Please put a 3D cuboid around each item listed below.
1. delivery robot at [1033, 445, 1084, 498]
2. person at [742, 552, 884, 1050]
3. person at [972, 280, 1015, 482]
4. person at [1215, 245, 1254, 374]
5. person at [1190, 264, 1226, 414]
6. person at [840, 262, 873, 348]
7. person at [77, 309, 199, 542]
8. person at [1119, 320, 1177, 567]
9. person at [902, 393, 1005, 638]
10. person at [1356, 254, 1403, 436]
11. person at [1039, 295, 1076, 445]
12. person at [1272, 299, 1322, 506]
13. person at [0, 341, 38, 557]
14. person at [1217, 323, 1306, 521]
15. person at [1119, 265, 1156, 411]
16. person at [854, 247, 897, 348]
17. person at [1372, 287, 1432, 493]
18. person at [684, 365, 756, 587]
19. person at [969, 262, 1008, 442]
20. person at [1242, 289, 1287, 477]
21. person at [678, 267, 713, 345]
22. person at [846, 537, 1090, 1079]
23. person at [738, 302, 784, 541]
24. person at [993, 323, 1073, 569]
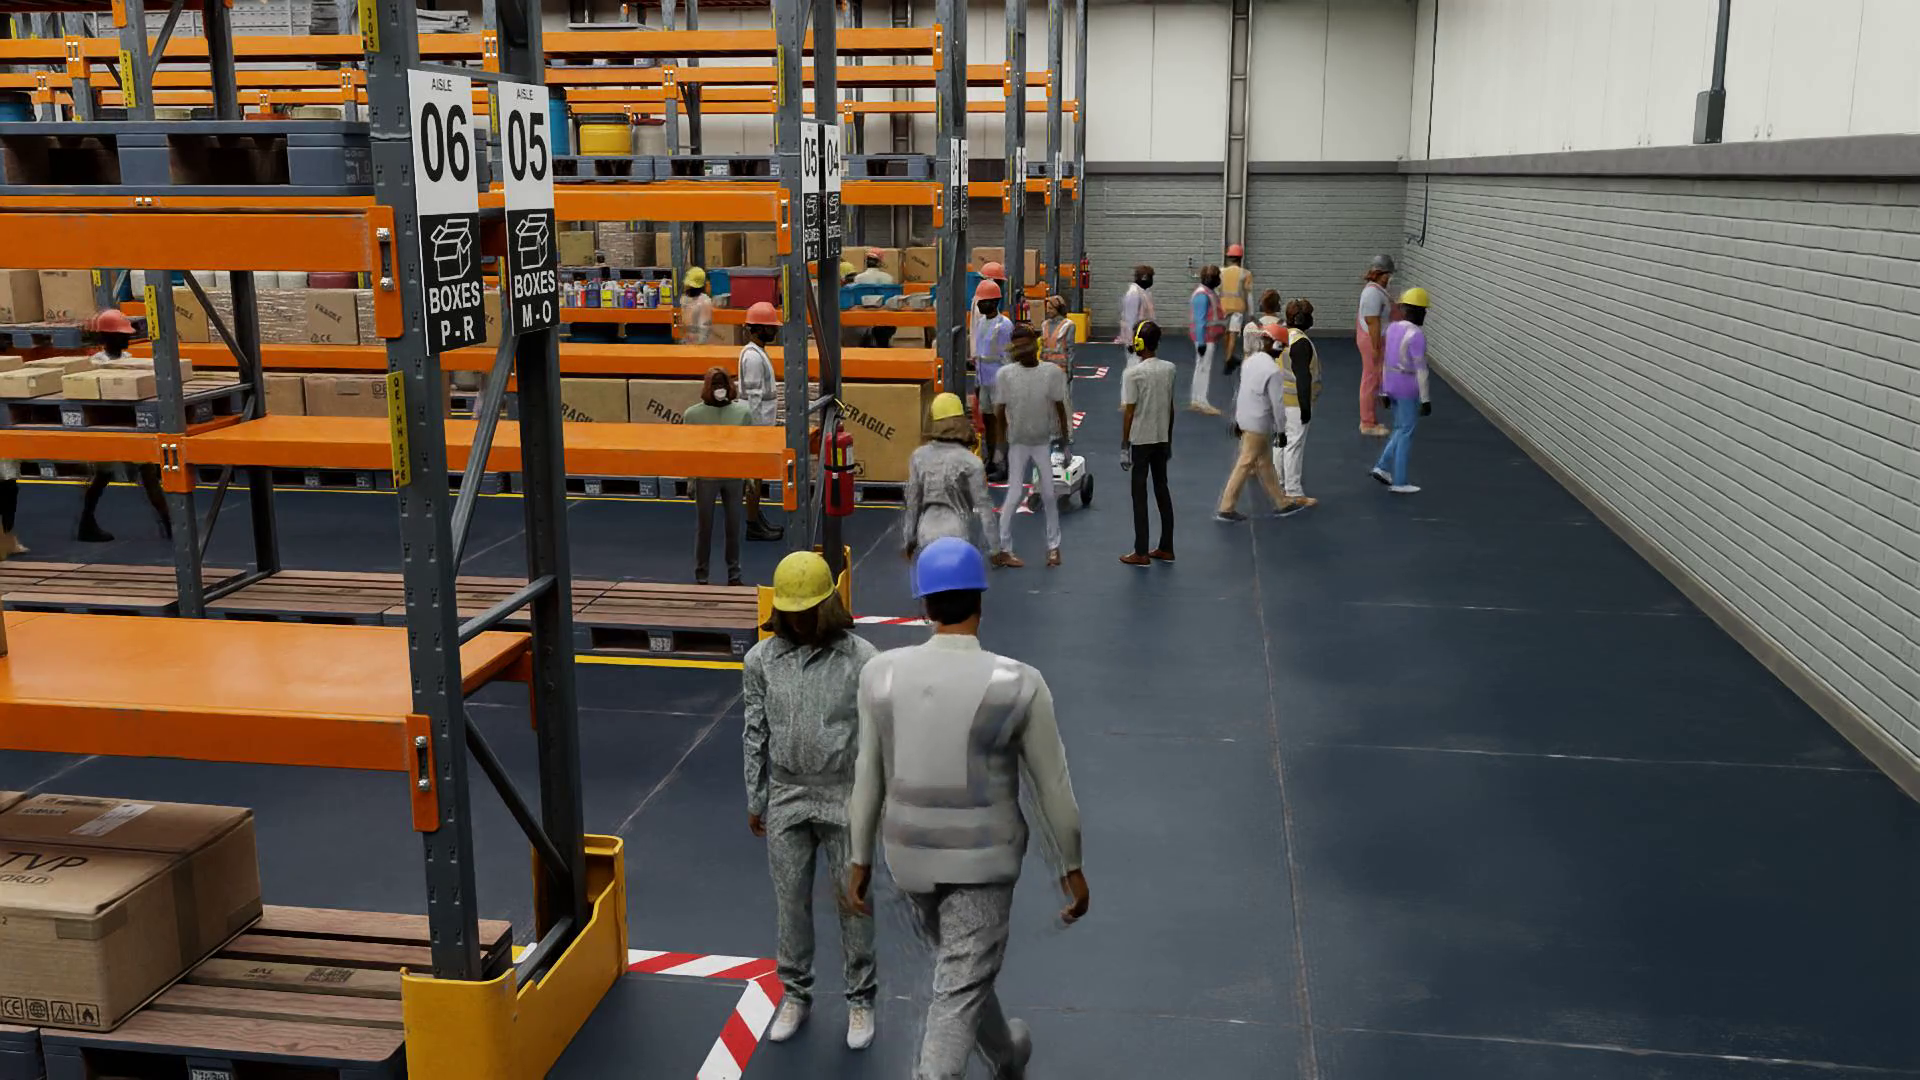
[{"bbox_3d":[0.877,-0.596,14.729,0.477,0.478,0.707,4,13,15],"label":"delivery robot"},{"bbox_3d":[-0.494,0.878,5.619,0.490,1.731,0.321,1,13,6],"label":"person"},{"bbox_3d":[0.295,-1.531,16.052,0.381,1.934,0.547,-8,15,-32],"label":"person"},{"bbox_3d":[4.077,-3.431,24.725,0.574,1.879,1.021,6,14,25],"label":"person"},{"bbox_3d":[3.055,-2.480,20.549,0.429,1.840,0.634,4,13,17],"label":"person"},{"bbox_3d":[-1.500,-2.702,21.609,0.805,1.796,0.616,9,15,34],"label":"person"},{"bbox_3d":[-6.702,-0.896,13.283,1.014,1.882,0.567,2,13,10],"label":"person"},{"bbox_3d":[1.425,-0.726,12.583,0.512,1.859,0.332,-9,15,-34],"label":"person"},{"bbox_3d":[-0.021,0.022,9.487,0.566,1.706,0.643,9,16,36],"label":"person"},{"bbox_3d":[4.774,-2.220,18.893,0.536,2.000,0.676,3,13,11],"label":"person"},{"bbox_3d":[1.064,-1.849,18.156,0.315,1.631,0.524,-11,17,-41],"label":"person"},{"bbox_3d":[3.003,-1.228,14.871,0.429,1.844,0.627,-2,13,-10],"label":"person"},{"bbox_3d":[-7.340,-0.700,12.829,0.526,1.676,0.557,2,13,10],"label":"person"},{"bbox_3d":[2.591,-0.991,14.137,0.869,1.684,0.571,-3,13,-12],"label":"person"},{"bbox_3d":[2.215,-2.521,20.776,0.433,1.814,0.652,4,13,16],"label":"person"},{"bbox_3d":[-1.152,-2.897,22.135,0.804,1.971,0.484,-11,16,-40],"label":"person"},{"bbox_3d":[4.142,-1.381,15.402,0.403,1.909,0.611,-3,13,-13],"label":"person"},{"bbox_3d":[-1.677,-0.412,11.659,0.501,1.633,0.281,-5,14,-23],"label":"person"},{"bbox_3d":[0.313,-2.062,18.326,0.411,1.980,0.631,-3,13,-13],"label":"person"},{"bbox_3d":[3.000,-1.519,16.206,0.511,1.838,0.336,3,13,15],"label":"person"},{"bbox_3d":[-3.063,-2.252,19.415,0.425,1.882,0.665,-9,15,-35],"label":"person"},{"bbox_3d":[0.033,0.940,4.998,0.695,1.879,0.954,6,14,26],"label":"person"},{"bbox_3d":[-1.598,-0.954,13.443,0.381,1.931,0.545,-1,13,-3],"label":"person"},{"bbox_3d":[0.553,-0.707,12.498,0.619,1.851,0.396,-1,13,-7],"label":"person"}]
